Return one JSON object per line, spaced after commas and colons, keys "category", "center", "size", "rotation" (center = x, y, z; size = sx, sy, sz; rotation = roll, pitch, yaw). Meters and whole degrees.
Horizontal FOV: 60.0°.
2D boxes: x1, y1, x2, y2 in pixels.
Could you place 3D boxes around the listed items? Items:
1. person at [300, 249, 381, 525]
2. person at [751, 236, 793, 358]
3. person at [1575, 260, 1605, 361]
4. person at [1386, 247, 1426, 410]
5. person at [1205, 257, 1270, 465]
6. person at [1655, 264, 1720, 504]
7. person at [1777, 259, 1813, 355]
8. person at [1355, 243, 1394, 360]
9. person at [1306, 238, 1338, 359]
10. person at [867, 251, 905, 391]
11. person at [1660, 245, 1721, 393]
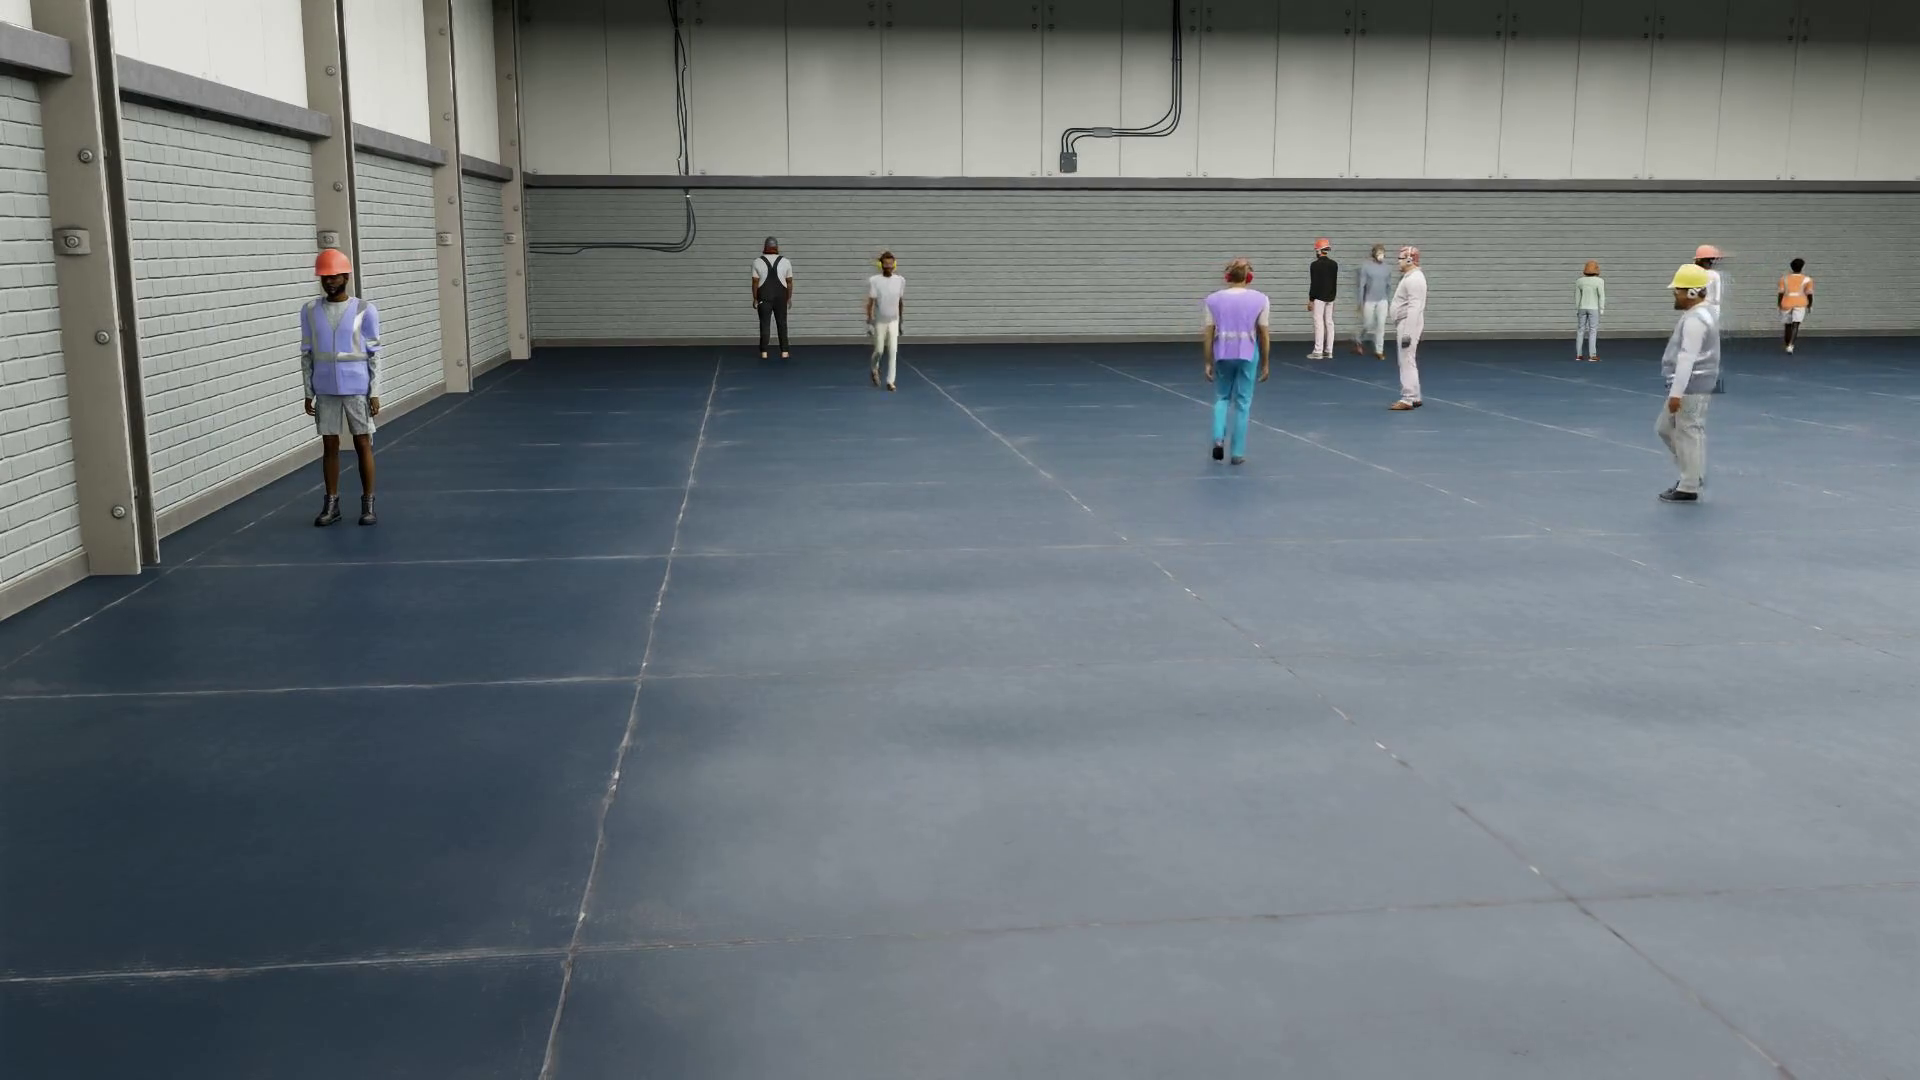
{"category": "person", "center": [-4.341, -1.062, 11.676], "size": [0.545, 1.938, 0.361], "rotation": [-1, 10, -6]}
{"category": "person", "center": [-3.167, -4.086, 27.972], "size": [0.689, 2.000, 0.537], "rotation": [-2, 11, -11]}
{"category": "person", "center": [10.322, -3.755, 27.264], "size": [0.283, 1.636, 0.499], "rotation": [-9, 14, -41]}
{"category": "person", "center": [5.251, -2.457, 19.482], "size": [0.460, 1.919, 0.677], "rotation": [3, 11, 14]}
{"category": "person", "center": [2.470, -1.586, 14.818], "size": [0.560, 1.835, 0.440], "rotation": [4, 11, 22]}
{"category": "person", "center": [5.497, -1.170, 12.591], "size": [0.438, 1.814, 0.631], "rotation": [5, 12, 27]}
{"category": "person", "center": [14.416, -4.031, 28.746], "size": [0.538, 1.656, 0.884], "rotation": [7, 12, 34]}
{"category": "person", "center": [6.871, -3.964, 27.635], "size": [0.638, 1.924, 0.742], "rotation": [-2, 10, -10]}
{"category": "person", "center": [6.017, -4.012, 27.692], "size": [0.612, 1.994, 0.394], "rotation": [-7, 13, -36]}
{"category": "person", "center": [-1.009, -2.916, 22.141], "size": [0.518, 1.842, 0.773], "rotation": [-3, 11, -16]}
{"category": "person", "center": [9.560, -2.866, 21.652], "size": [0.878, 1.900, 0.568], "rotation": [6, 12, 31]}
